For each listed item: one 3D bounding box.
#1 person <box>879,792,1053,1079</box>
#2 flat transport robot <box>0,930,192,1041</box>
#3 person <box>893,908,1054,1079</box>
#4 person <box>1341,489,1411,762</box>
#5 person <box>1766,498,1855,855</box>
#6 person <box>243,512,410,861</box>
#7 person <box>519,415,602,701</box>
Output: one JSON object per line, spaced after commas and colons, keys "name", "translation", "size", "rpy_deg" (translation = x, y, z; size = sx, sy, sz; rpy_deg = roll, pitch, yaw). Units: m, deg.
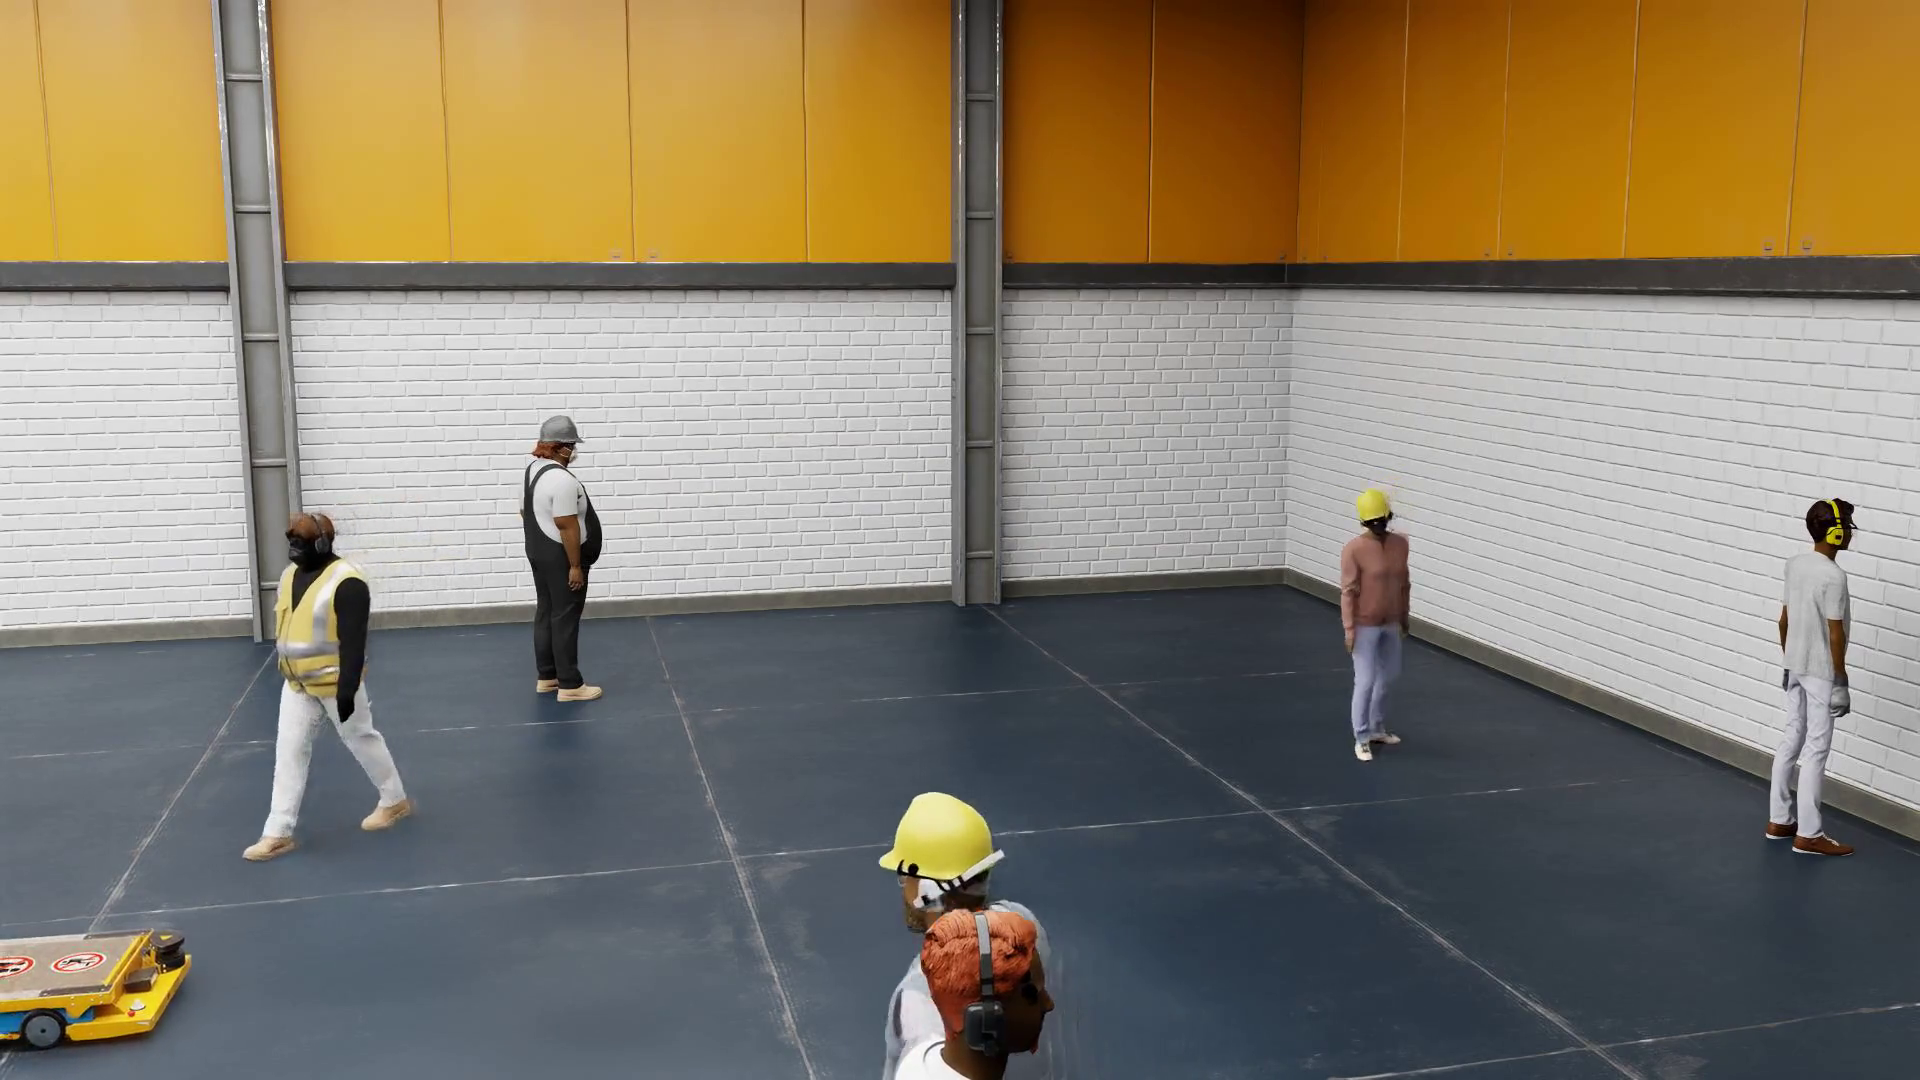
{"name": "person", "translation": [-0.062, 1.489, 4.084], "size": [0.770, 1.800, 0.604], "rpy_deg": [6, 11, 33]}
{"name": "flat transport robot", "translation": [-3.956, 1.830, 6.725], "size": [1.431, 0.197, 0.652], "rpy_deg": [-2, 9, -12]}
{"name": "person", "translation": [0.036, 1.602, 3.138], "size": [0.356, 1.883, 0.573], "rpy_deg": [-2, 9, -14]}
{"name": "person", "translation": [2.626, 0.517, 10.426], "size": [0.693, 1.720, 0.409], "rpy_deg": [-5, 11, -30]}
{"name": "person", "translation": [4.507, 0.708, 8.750], "size": [0.328, 1.873, 0.520], "rpy_deg": [-1, 9, -6]}
{"name": "person", "translation": [-3.354, 0.736, 8.824], "size": [0.641, 1.798, 0.950], "rpy_deg": [5, 11, 31]}
{"name": "person", "translation": [-2.827, 0.117, 11.914], "size": [0.537, 2.000, 0.689], "rpy_deg": [-7, 11, -37]}
